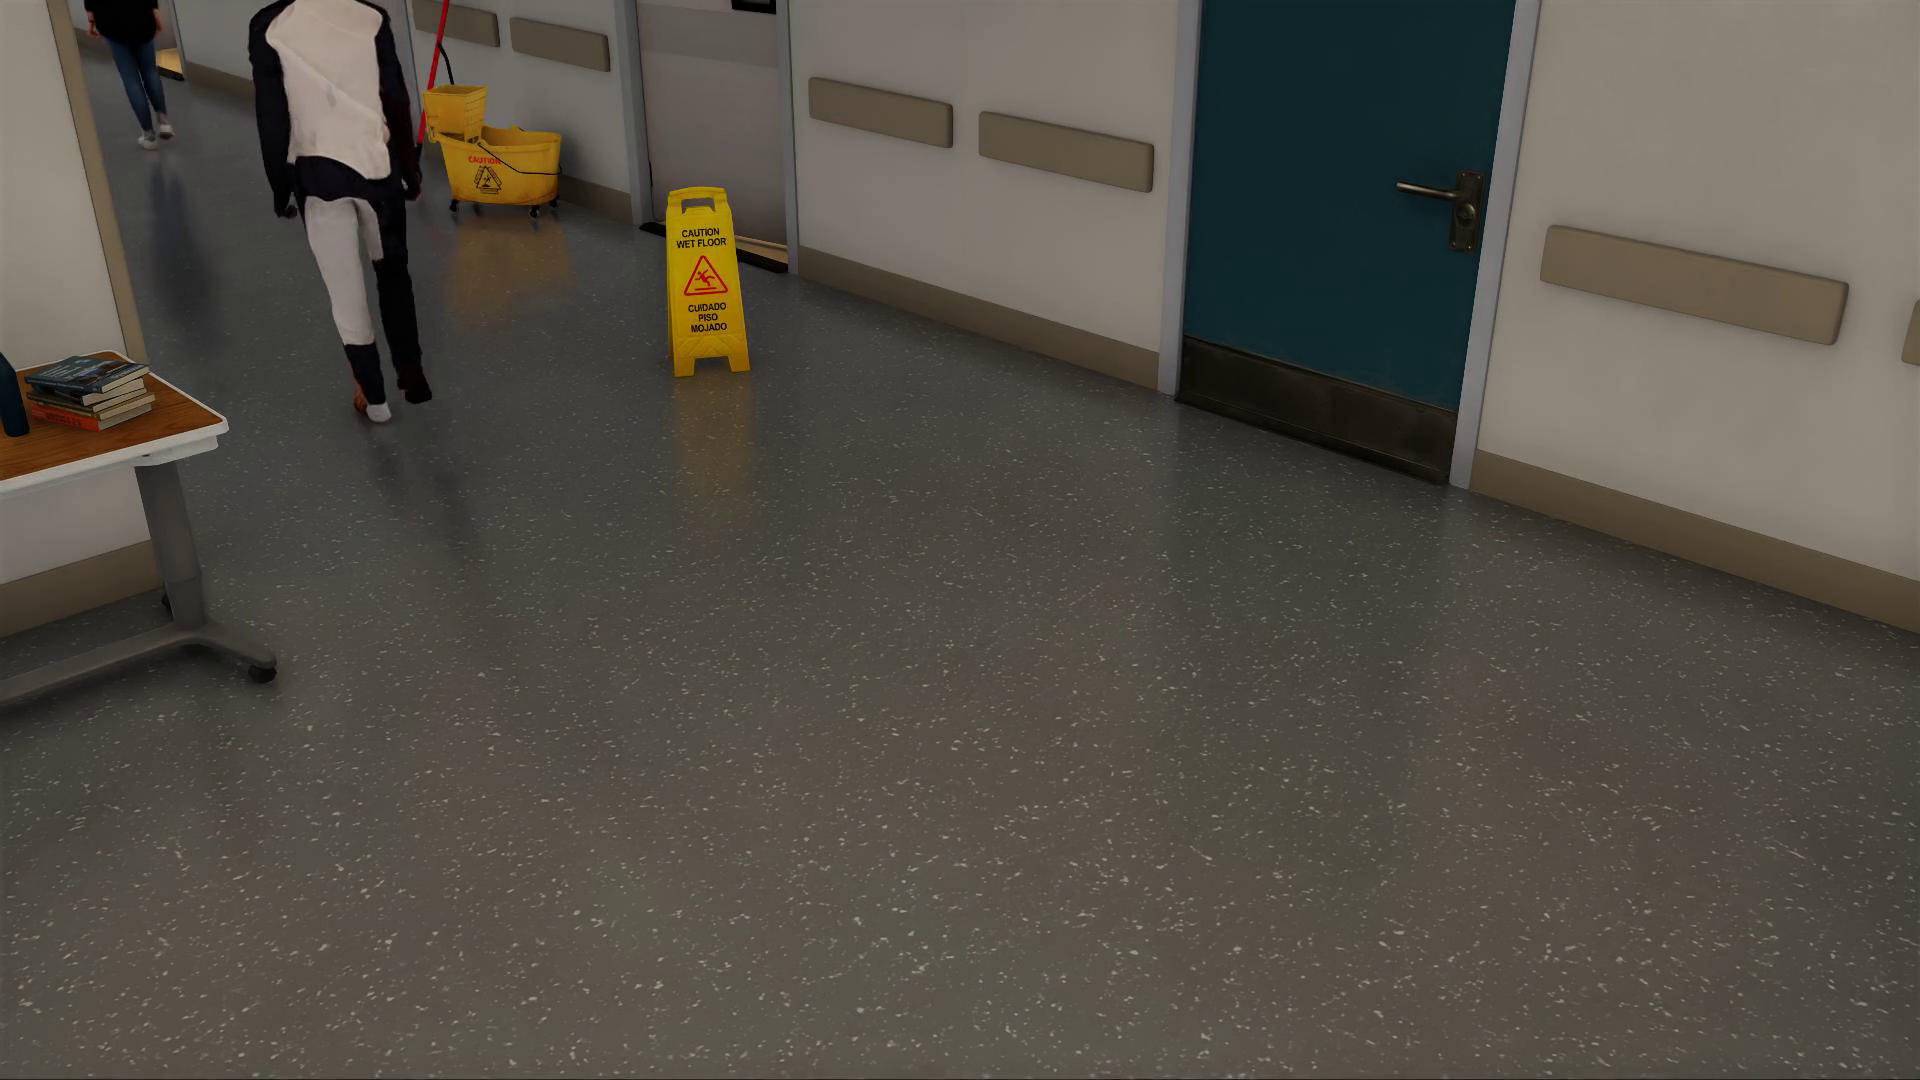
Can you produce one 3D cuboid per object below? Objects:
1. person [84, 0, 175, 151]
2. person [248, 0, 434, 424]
[{"bbox_3d":[-5.246,-3.251,10.491,0.589,1.570,0.579,-19,31,-34],"label":"person"},{"bbox_3d":[-2.226,-1.306,6.093,0.800,1.886,0.843,-13,29,-26],"label":"person"}]
